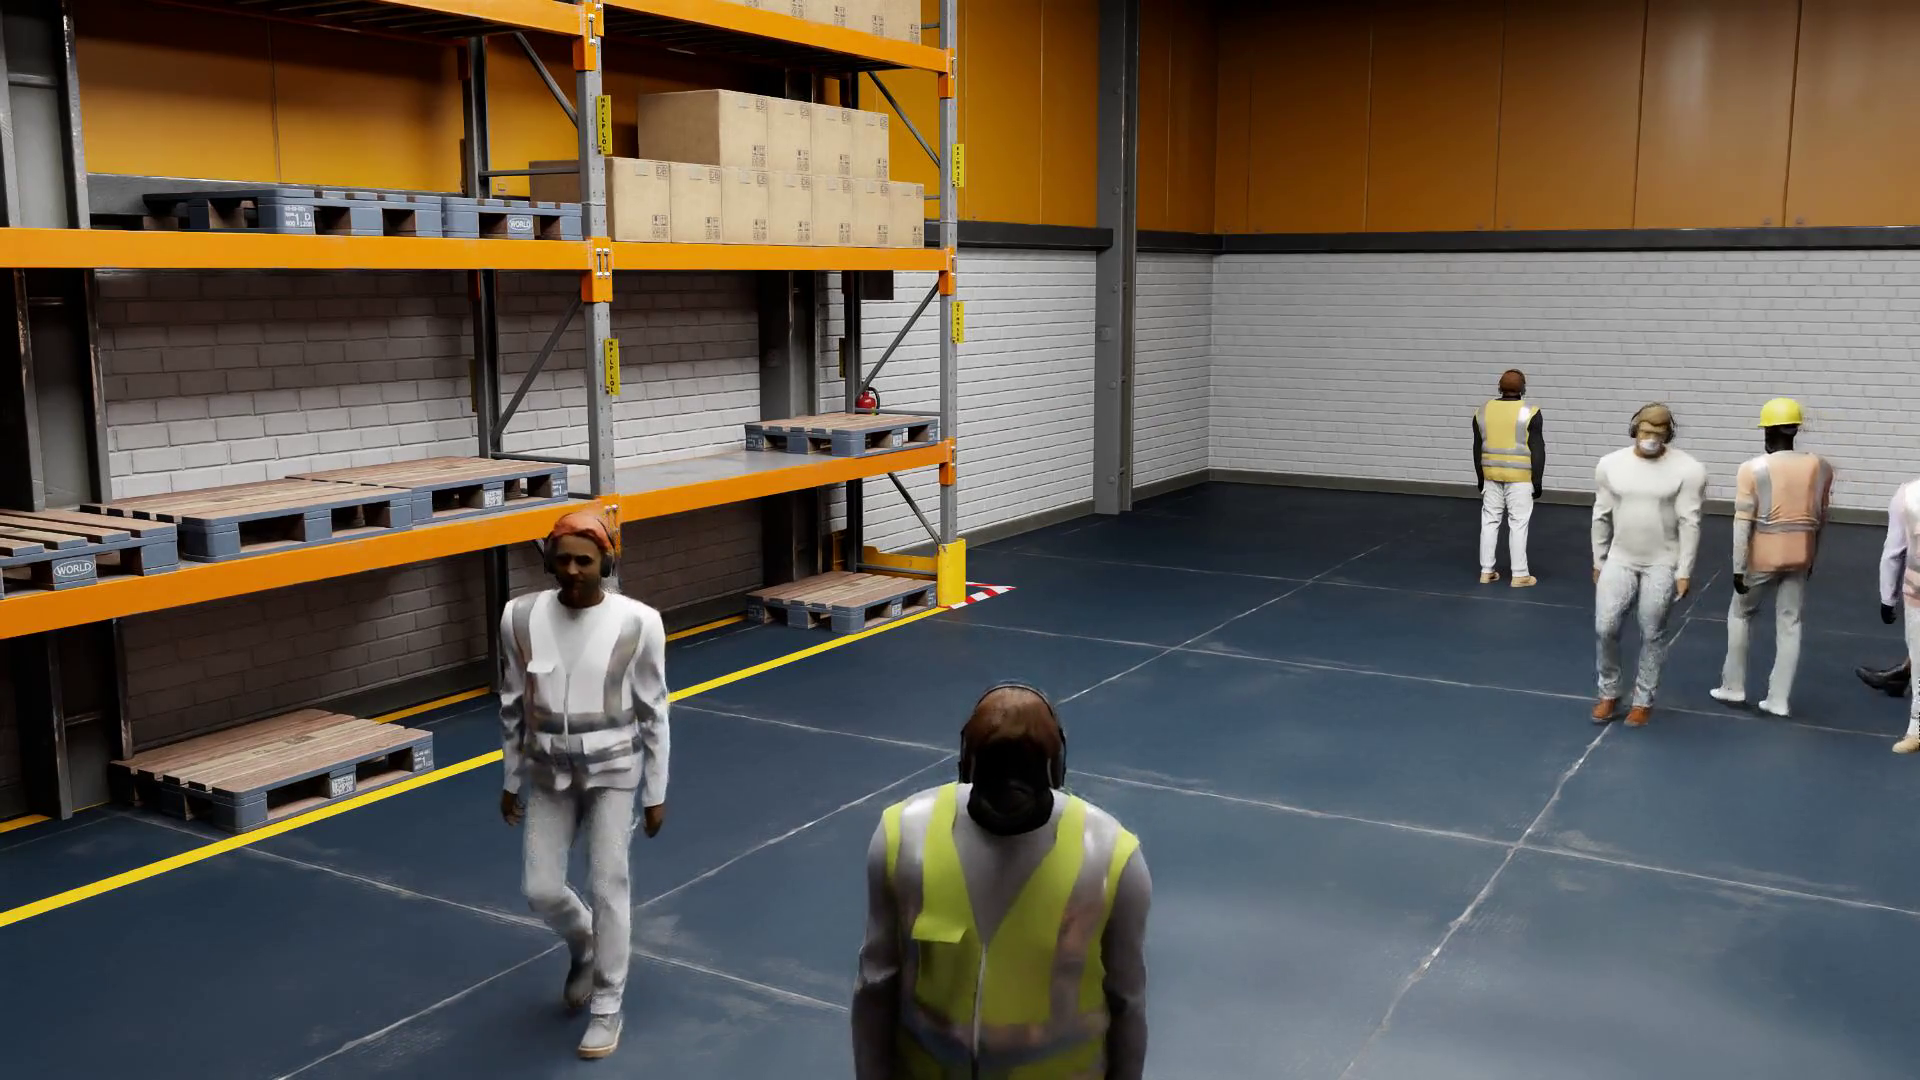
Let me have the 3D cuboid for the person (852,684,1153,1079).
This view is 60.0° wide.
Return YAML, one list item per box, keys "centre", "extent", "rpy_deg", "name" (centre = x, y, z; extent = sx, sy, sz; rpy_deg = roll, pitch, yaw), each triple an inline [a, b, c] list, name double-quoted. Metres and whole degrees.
- centre: [0.096, 1.172, 3.636]
  extent: [0.623, 1.811, 0.868]
  rpy_deg: [2, 9, 15]
  name: "person"

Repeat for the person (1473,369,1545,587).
- centre: [4.665, -0.526, 14.118]
  extent: [0.626, 1.847, 0.429]
  rpy_deg: [9, 13, 44]
  name: "person"

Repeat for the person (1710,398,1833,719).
- centre: [4.880, 0.095, 10.040]
  extent: [0.595, 1.906, 0.653]
  rpy_deg: [0, 9, 1]
  name: "person"

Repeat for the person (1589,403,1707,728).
- centre: [3.930, 0.165, 9.616]
  extent: [0.625, 1.910, 0.574]
  rpy_deg: [7, 11, 36]
  name: "person"

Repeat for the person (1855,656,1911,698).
- centre: [6.147, 0.071, 10.257]
  extent: [0.984, 1.883, 0.572]
  rpy_deg: [4, 10, 23]
  name: "person"

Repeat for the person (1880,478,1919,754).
- centre: [5.259, 0.339, 8.904]
  extent: [0.653, 1.809, 0.739]
  rpy_deg: [8, 12, 40]
  name: "person"

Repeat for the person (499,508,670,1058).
- centre: [-1.274, 0.814, 5.684]
  extent: [0.598, 1.865, 0.461]
  rpy_deg: [1, 9, 5]
  name: "person"
